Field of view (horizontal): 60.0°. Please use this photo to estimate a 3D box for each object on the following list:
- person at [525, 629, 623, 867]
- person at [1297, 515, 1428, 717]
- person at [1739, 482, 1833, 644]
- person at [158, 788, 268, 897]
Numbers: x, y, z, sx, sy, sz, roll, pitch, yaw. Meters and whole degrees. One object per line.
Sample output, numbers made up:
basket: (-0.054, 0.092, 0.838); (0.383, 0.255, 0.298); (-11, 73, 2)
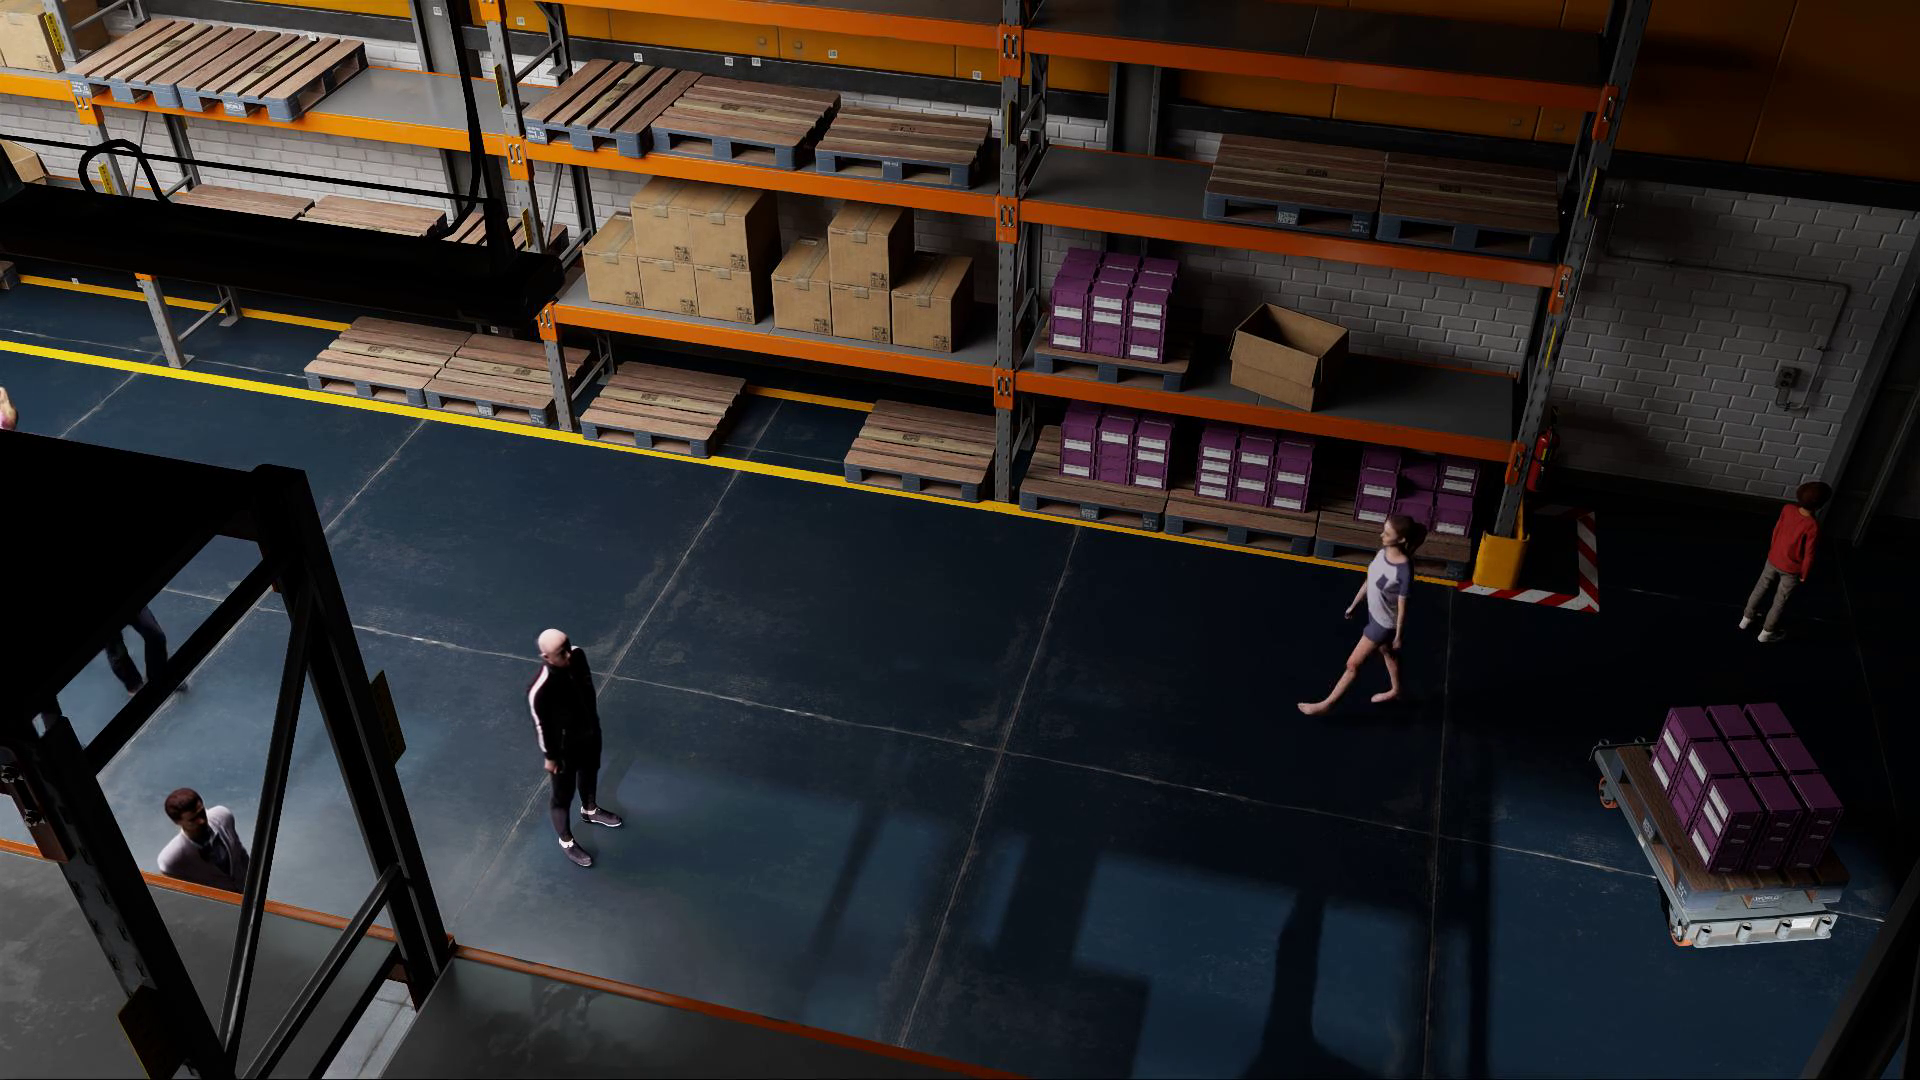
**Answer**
person: (-2.480, 1.256, 10.558); (0.620, 1.835, 0.714); (15, 41, 18)
person: (3.029, 0.537, 11.542); (1.118, 1.731, 0.808); (-2, 39, -3)
person: (6.108, 0.148, 12.280); (0.649, 1.417, 0.602); (-16, 41, -19)
person: (-4.213, 2.080, 9.511); (0.643, 1.853, 0.716); (17, 42, 20)
